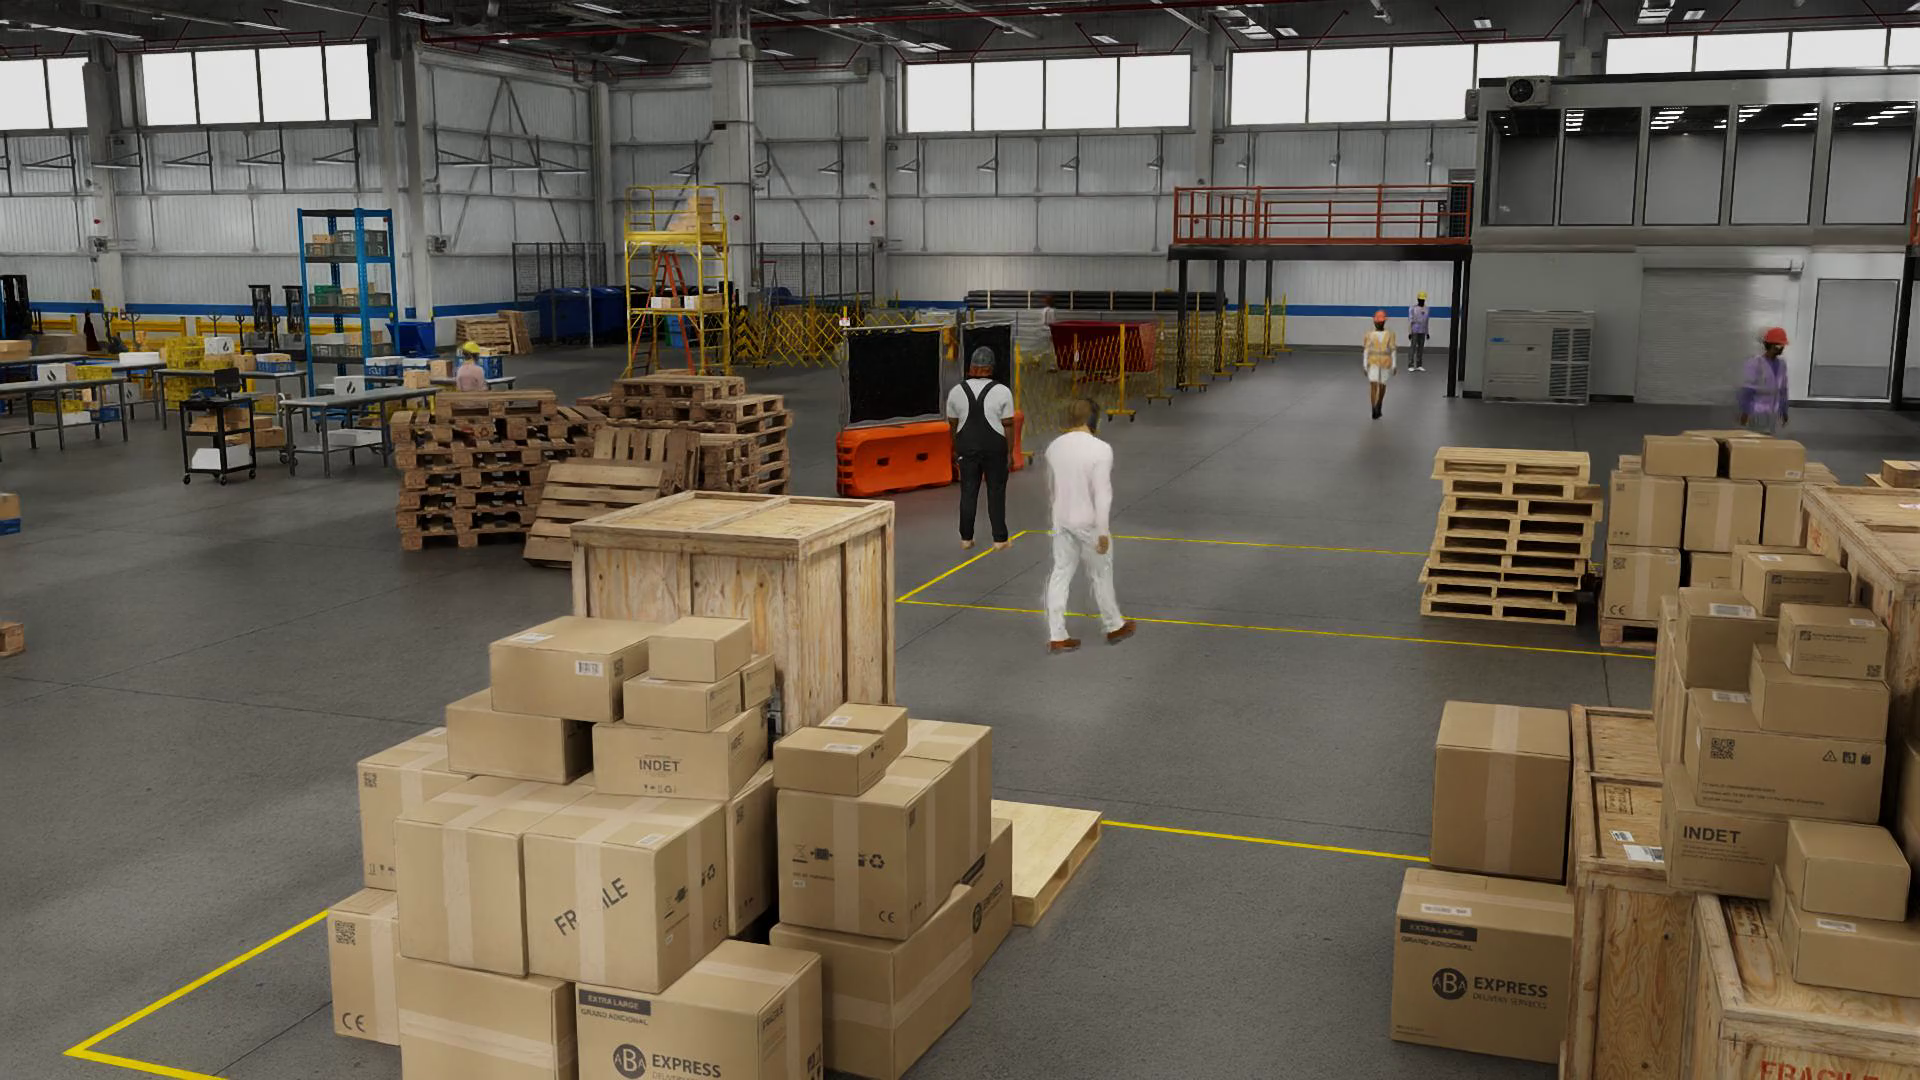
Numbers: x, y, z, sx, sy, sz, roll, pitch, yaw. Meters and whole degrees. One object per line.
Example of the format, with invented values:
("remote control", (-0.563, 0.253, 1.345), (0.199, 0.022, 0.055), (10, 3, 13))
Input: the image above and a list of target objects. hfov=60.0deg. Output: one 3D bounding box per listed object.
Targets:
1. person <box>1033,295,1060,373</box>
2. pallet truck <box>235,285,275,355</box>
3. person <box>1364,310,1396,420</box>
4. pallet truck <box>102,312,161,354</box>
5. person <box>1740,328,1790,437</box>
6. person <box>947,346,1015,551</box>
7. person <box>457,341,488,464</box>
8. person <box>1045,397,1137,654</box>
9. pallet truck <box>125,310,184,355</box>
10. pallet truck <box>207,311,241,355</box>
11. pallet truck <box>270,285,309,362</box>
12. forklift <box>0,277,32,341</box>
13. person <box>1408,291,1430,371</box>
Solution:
("person", (2.064, -4.846, 39.220), (0.593, 1.871, 0.603), (-2, 10, -9))
("pallet truck", (-18.327, -5.835, 44.421), (0.823, 1.965, 1.885), (4, 11, 23))
("person", (7.365, -3.089, 29.241), (0.553, 1.909, 0.912), (1, 10, 8))
("pallet truck", (-23.057, -5.777, 46.261), (0.680, 1.201, 1.601), (3, 11, 19))
("person", (9.963, -1.597, 20.474), (0.638, 2.019, 0.629), (-4, 11, -23))
("person", (0.242, -0.913, 16.579), (0.683, 2.000, 0.538), (3, 11, 18))
("person", (-6.557, -1.795, 22.333), (0.539, 1.754, 0.461), (7, 12, 35))
("person", (0.988, -0.122, 12.505), (0.661, 1.901, 0.928), (10, 14, 43))
("pallet truck", (-22.038, -5.665, 45.457), (0.704, 1.261, 1.522), (3, 11, 17))
("pallet truck", (-19.537, -5.575, 44.913), (0.653, 1.274, 1.630), (3, 11, 19))
("pallet truck", (-17.147, -5.700, 43.663), (0.823, 1.965, 1.885), (3, 11, 17))
("forklift", (-27.151, -6.329, 46.328), (1.157, 1.987, 2.680), (3, 11, 17))
("person", (11.054, -5.017, 40.020), (0.592, 1.923, 0.381), (-4, 11, -21))
